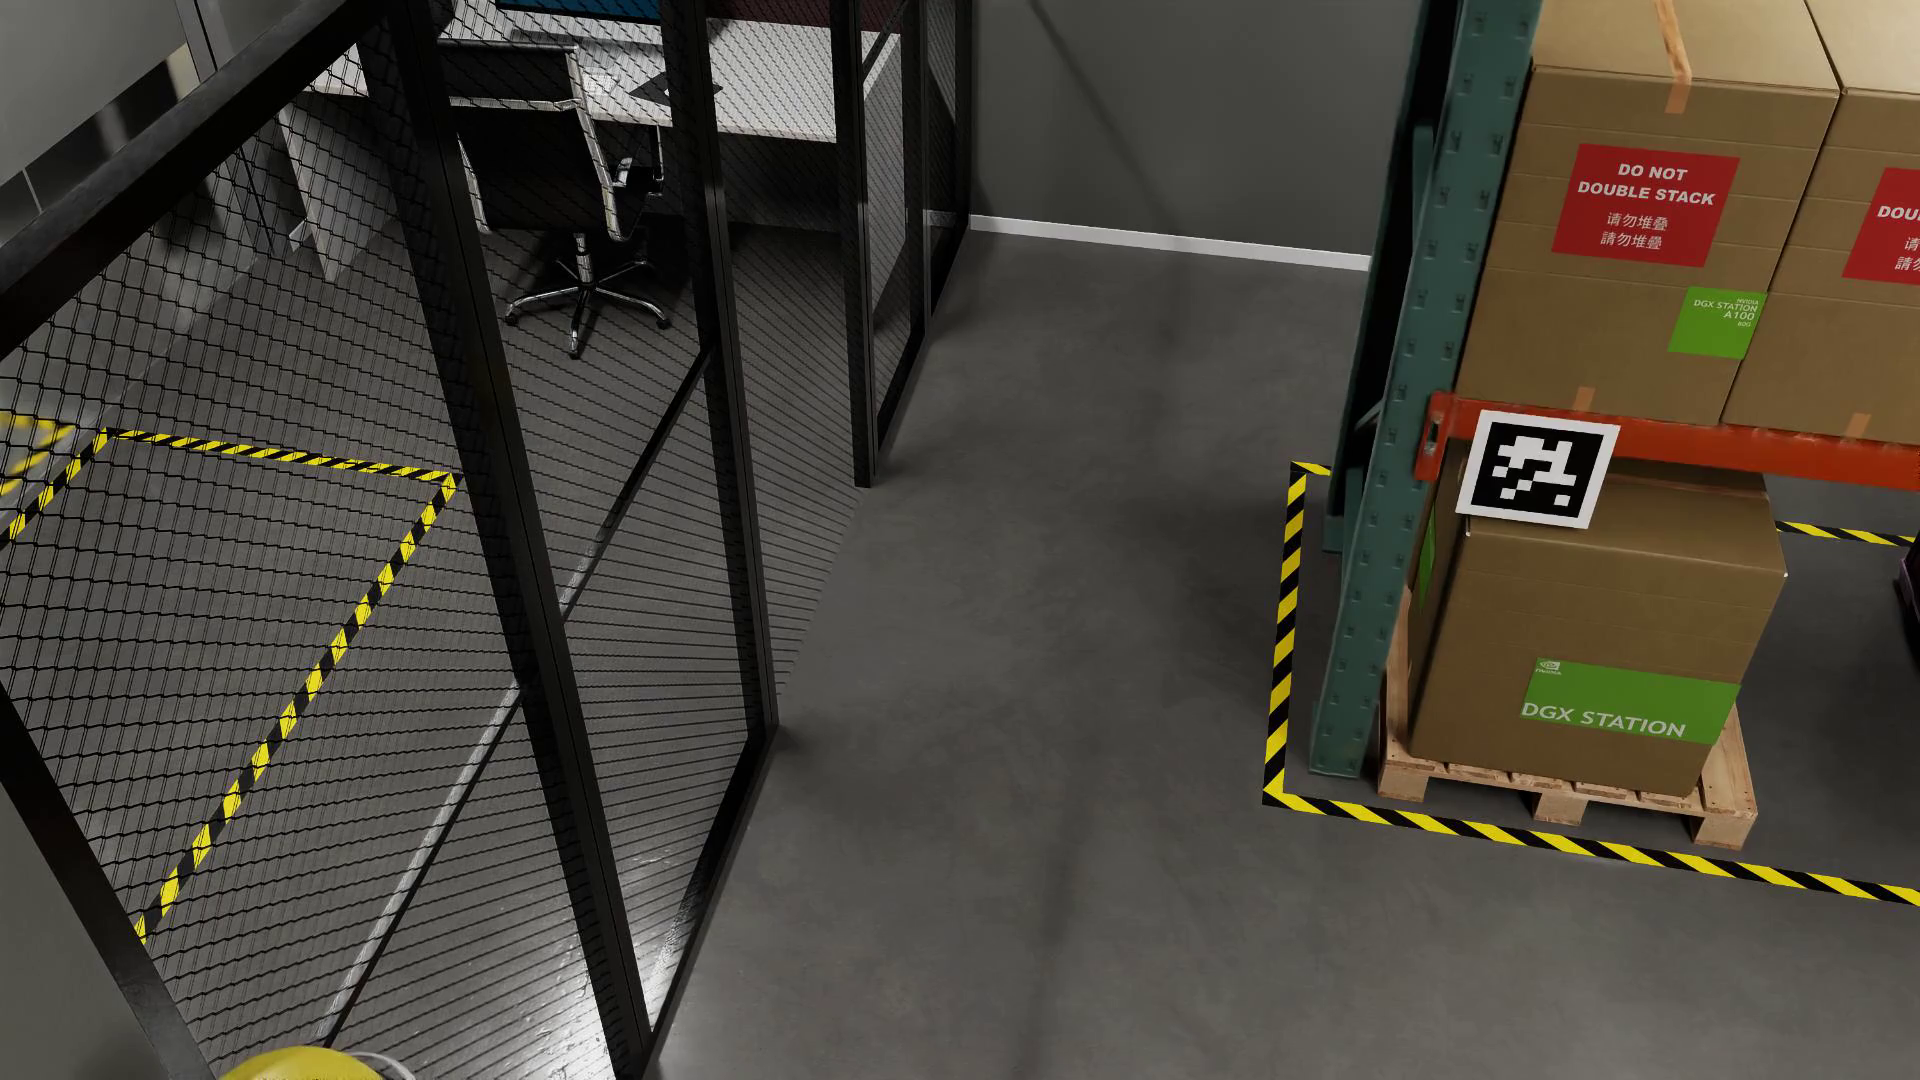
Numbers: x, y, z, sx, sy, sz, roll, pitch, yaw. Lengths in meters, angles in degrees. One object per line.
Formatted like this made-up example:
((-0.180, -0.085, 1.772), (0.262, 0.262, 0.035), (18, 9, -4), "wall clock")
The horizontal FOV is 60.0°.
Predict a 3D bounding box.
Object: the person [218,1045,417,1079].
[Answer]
((-0.672, 1.222, 2.170), (0.586, 1.833, 0.403), (13, 43, 14), "person")
